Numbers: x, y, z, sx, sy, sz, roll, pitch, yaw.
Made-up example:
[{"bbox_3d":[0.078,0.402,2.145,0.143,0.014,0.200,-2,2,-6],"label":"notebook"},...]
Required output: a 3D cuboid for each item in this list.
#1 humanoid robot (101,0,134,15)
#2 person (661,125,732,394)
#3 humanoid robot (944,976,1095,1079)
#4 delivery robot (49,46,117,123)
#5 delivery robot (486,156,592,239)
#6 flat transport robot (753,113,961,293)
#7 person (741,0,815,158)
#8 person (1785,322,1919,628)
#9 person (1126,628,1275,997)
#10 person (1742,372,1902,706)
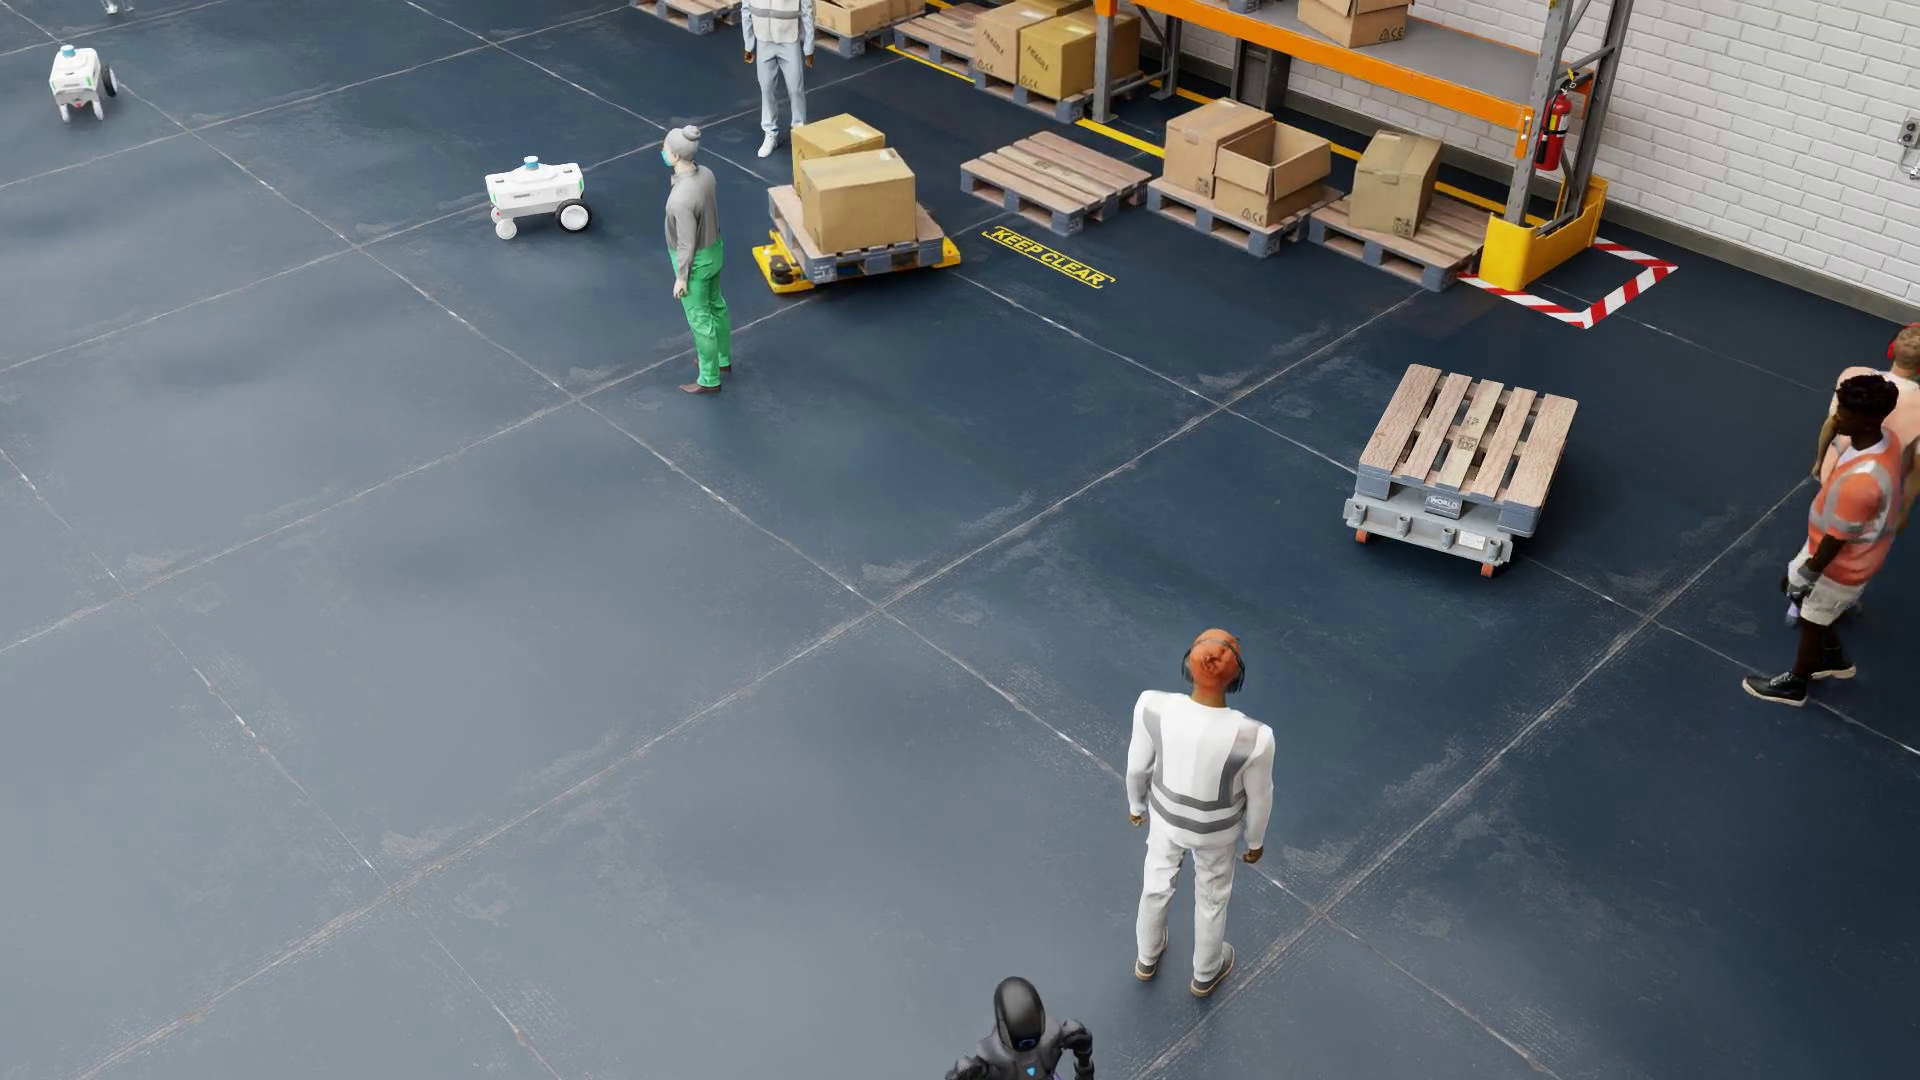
[{"bbox_3d":[-8.412,-5.895,16.139,0.546,1.802,0.791,-11,38,-14],"label":"humanoid robot"},{"bbox_3d":[-1.690,-1.786,10.598,0.340,1.838,0.513,8,38,11],"label":"person"},{"bbox_3d":[0.242,2.071,5.643,0.612,1.633,0.722,-14,39,-17],"label":"humanoid robot"},{"bbox_3d":[-7.782,-4.055,14.679,0.499,0.612,0.814,-11,39,-15],"label":"delivery robot"},{"bbox_3d":[-3.244,-2.657,12.825,0.813,0.609,0.499,-12,39,-16],"label":"delivery robot"},{"bbox_3d":[-0.771,-2.161,12.394,1.431,0.231,0.659,-12,39,-15],"label":"flat transport robot"},{"bbox_3d":[-1.465,-4.053,13.540,0.591,1.913,0.393,5,37,6],"label":"person"},{"bbox_3d":[4.734,-0.322,8.662,0.605,1.825,0.585,-25,44,-30],"label":"person"},{"bbox_3d":[0.953,1.122,6.709,0.582,1.883,0.347,15,39,18],"label":"person"},{"bbox_3d":[4.241,0.043,8.090,0.477,1.939,0.625,16,40,20],"label":"person"}]
